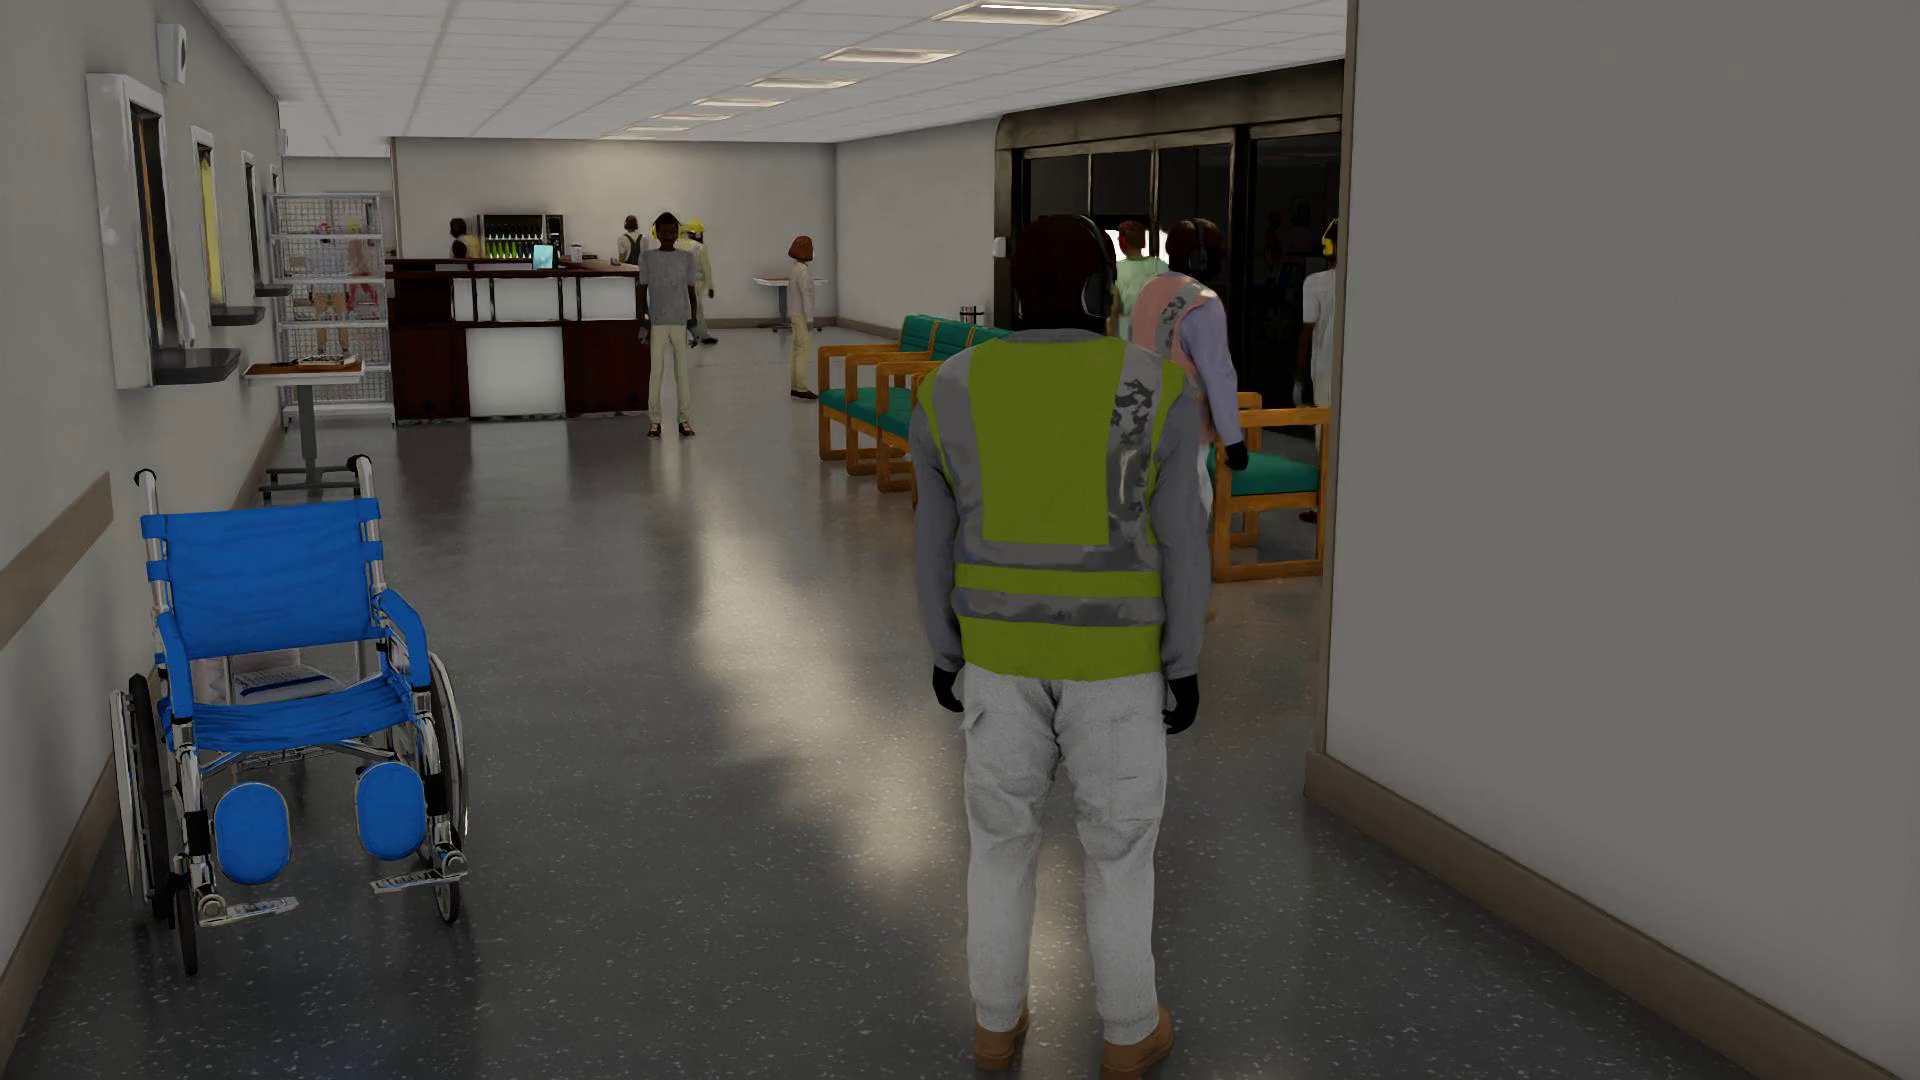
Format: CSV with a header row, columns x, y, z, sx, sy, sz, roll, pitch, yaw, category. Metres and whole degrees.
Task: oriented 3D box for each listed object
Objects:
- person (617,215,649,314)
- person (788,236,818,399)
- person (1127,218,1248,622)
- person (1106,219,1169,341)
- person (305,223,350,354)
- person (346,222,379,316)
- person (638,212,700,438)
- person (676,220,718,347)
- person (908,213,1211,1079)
x,y,z,sx,sy,sz,roll,pitch,yaw,category
-5.083,-4.125,25.907,0.507,1.845,0.339,-6,13,-29,person
-1.580,-2.235,16.765,0.275,1.632,0.507,-4,12,-20,person
1.007,-0.470,7.234,0.639,1.824,0.633,-3,11,-14,person
1.344,-1.488,12.472,0.560,1.819,0.889,-5,12,-22,person
-8.458,-3.365,22.280,0.563,1.742,0.361,-4,12,-20,person
-10.725,-4.813,29.744,0.863,1.729,0.534,0,11,1,person
-2.428,-1.782,13.862,0.508,1.861,0.329,-3,11,-15,person
-3.787,-3.619,23.481,0.605,1.792,0.936,9,14,40,person
0.219,0.244,3.524,0.619,1.838,0.430,3,11,16,person
